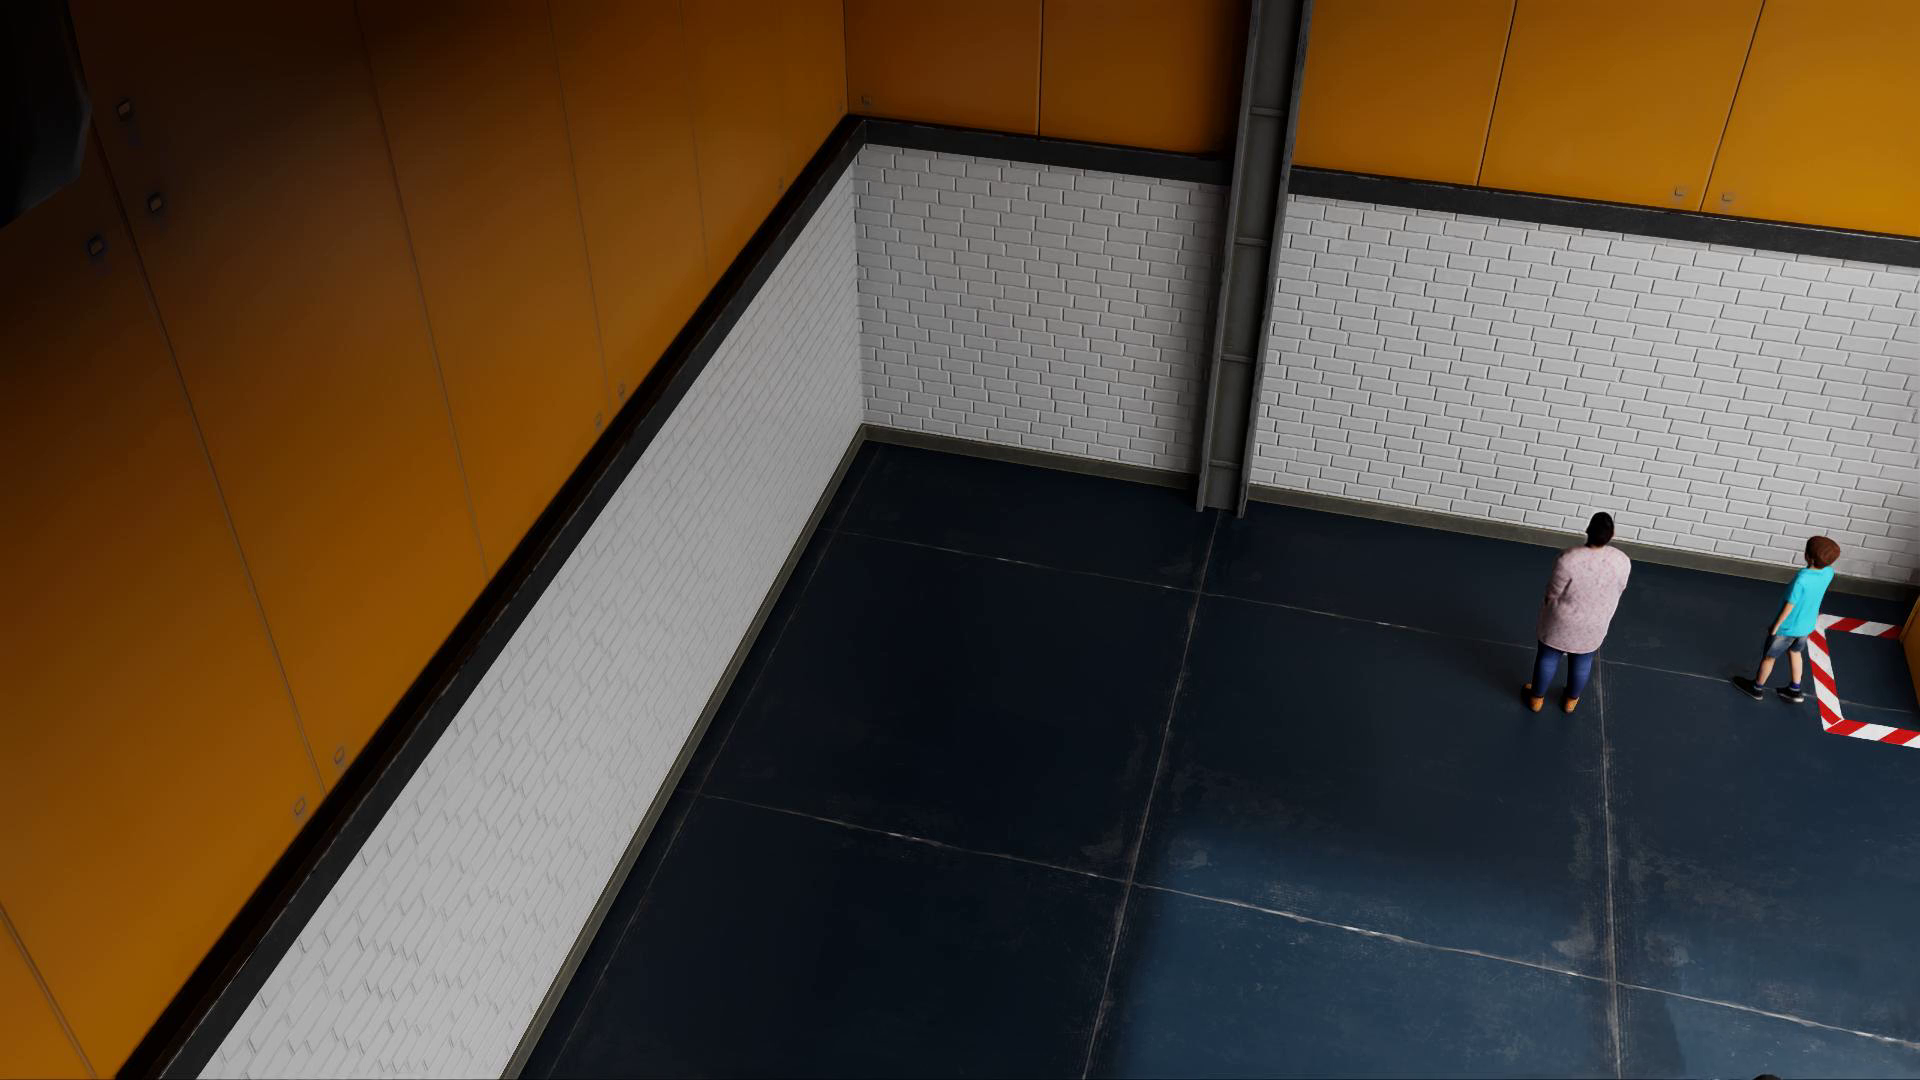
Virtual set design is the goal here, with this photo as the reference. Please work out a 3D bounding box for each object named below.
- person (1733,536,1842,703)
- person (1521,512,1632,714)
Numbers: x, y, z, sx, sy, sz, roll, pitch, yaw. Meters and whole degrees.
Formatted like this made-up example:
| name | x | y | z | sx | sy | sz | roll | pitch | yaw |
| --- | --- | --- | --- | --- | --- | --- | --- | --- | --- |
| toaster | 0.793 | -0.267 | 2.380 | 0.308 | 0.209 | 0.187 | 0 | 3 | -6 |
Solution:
| name | x | y | z | sx | sy | sz | roll | pitch | yaw |
| --- | --- | --- | --- | --- | --- | --- | --- | --- | --- |
| person | 5.888 | 0.561 | 11.660 | 0.710 | 1.464 | 0.763 | -16 | 41 | -19 |
| person | 4.272 | 0.499 | 11.514 | 0.619 | 1.743 | 0.787 | 3 | 39 | 4 |
